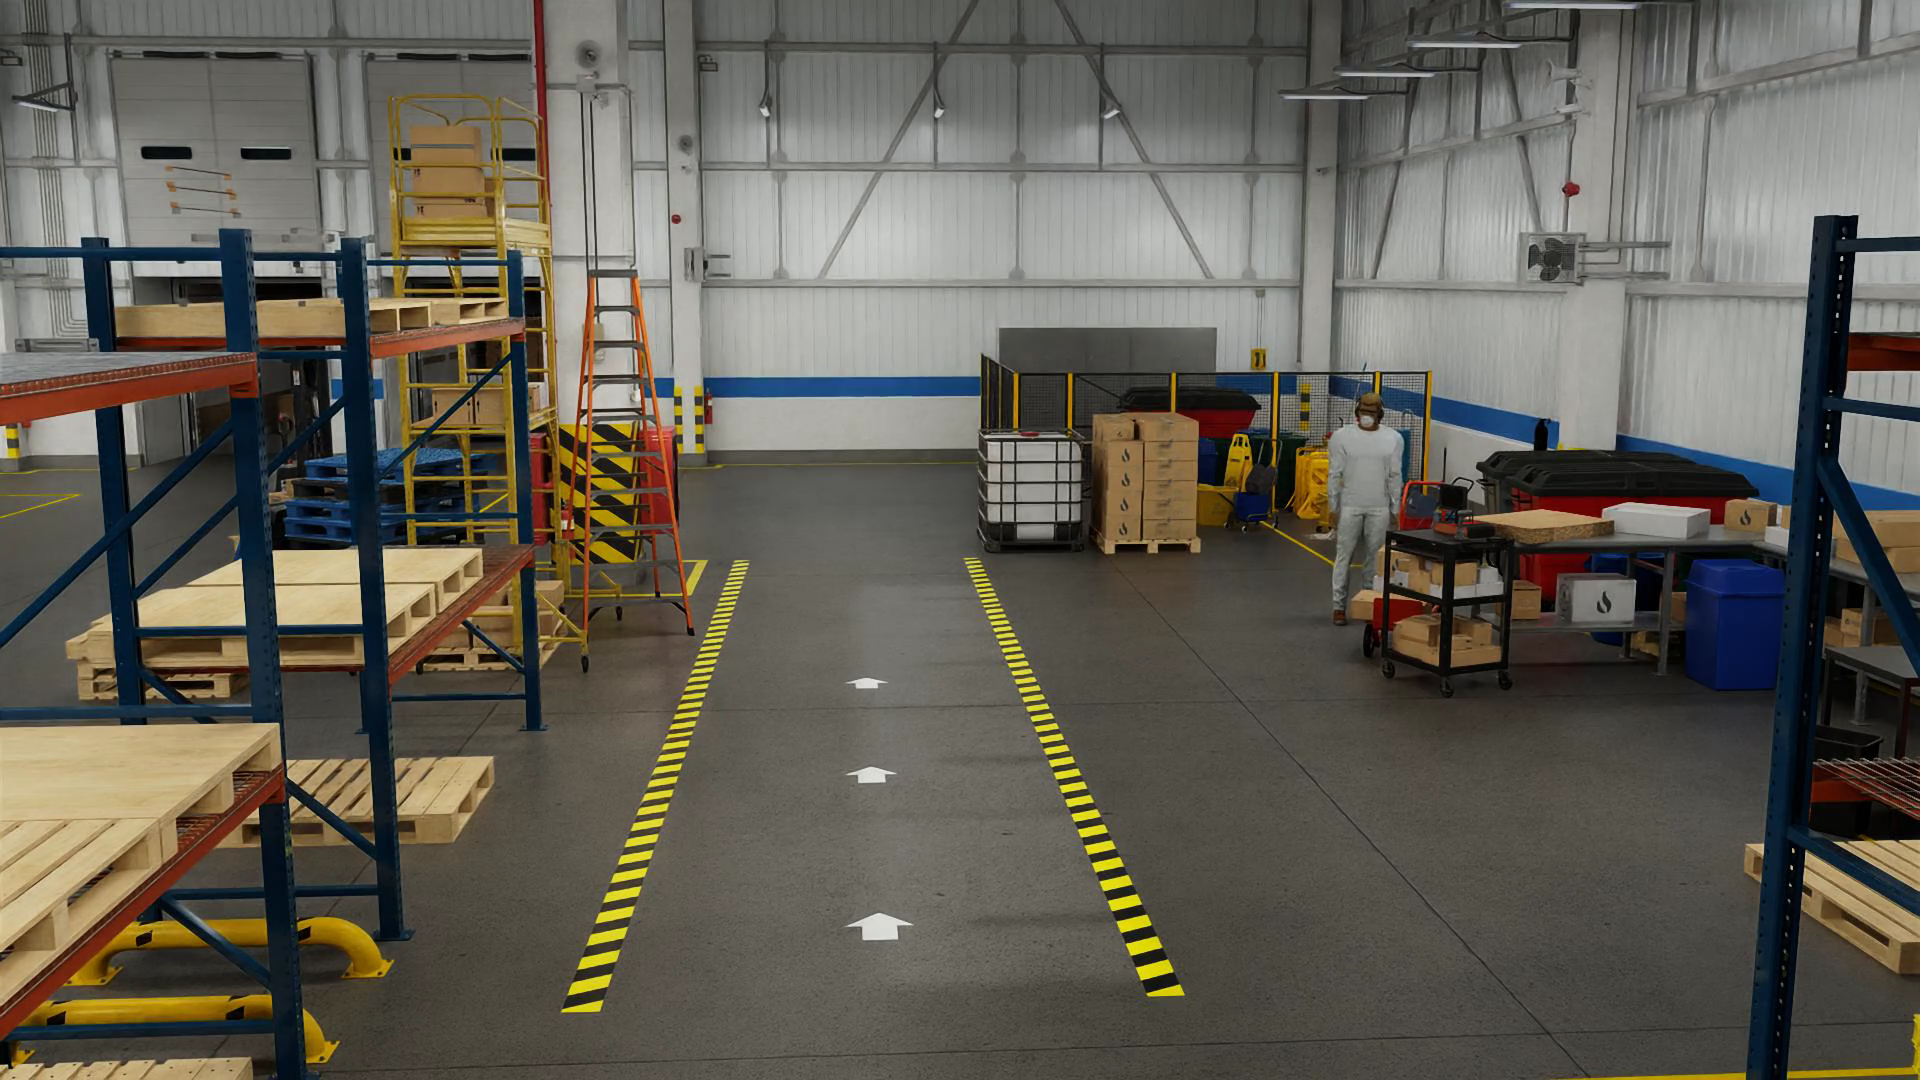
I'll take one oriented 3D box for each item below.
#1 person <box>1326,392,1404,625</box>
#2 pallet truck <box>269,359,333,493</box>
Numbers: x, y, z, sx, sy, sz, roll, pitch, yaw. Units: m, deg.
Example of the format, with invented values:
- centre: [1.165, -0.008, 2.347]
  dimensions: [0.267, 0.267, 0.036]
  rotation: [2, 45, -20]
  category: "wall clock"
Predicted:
- centre: [3.330, -0.256, 13.701]
  dimensions: [0.627, 1.935, 0.371]
  rotation: [0, 9, 0]
  category: "person"
- centre: [-7.062, -1.131, 18.996]
  dimensions: [1.885, 1.965, 0.823]
  rotation: [2, 9, 13]
  category: "pallet truck"
